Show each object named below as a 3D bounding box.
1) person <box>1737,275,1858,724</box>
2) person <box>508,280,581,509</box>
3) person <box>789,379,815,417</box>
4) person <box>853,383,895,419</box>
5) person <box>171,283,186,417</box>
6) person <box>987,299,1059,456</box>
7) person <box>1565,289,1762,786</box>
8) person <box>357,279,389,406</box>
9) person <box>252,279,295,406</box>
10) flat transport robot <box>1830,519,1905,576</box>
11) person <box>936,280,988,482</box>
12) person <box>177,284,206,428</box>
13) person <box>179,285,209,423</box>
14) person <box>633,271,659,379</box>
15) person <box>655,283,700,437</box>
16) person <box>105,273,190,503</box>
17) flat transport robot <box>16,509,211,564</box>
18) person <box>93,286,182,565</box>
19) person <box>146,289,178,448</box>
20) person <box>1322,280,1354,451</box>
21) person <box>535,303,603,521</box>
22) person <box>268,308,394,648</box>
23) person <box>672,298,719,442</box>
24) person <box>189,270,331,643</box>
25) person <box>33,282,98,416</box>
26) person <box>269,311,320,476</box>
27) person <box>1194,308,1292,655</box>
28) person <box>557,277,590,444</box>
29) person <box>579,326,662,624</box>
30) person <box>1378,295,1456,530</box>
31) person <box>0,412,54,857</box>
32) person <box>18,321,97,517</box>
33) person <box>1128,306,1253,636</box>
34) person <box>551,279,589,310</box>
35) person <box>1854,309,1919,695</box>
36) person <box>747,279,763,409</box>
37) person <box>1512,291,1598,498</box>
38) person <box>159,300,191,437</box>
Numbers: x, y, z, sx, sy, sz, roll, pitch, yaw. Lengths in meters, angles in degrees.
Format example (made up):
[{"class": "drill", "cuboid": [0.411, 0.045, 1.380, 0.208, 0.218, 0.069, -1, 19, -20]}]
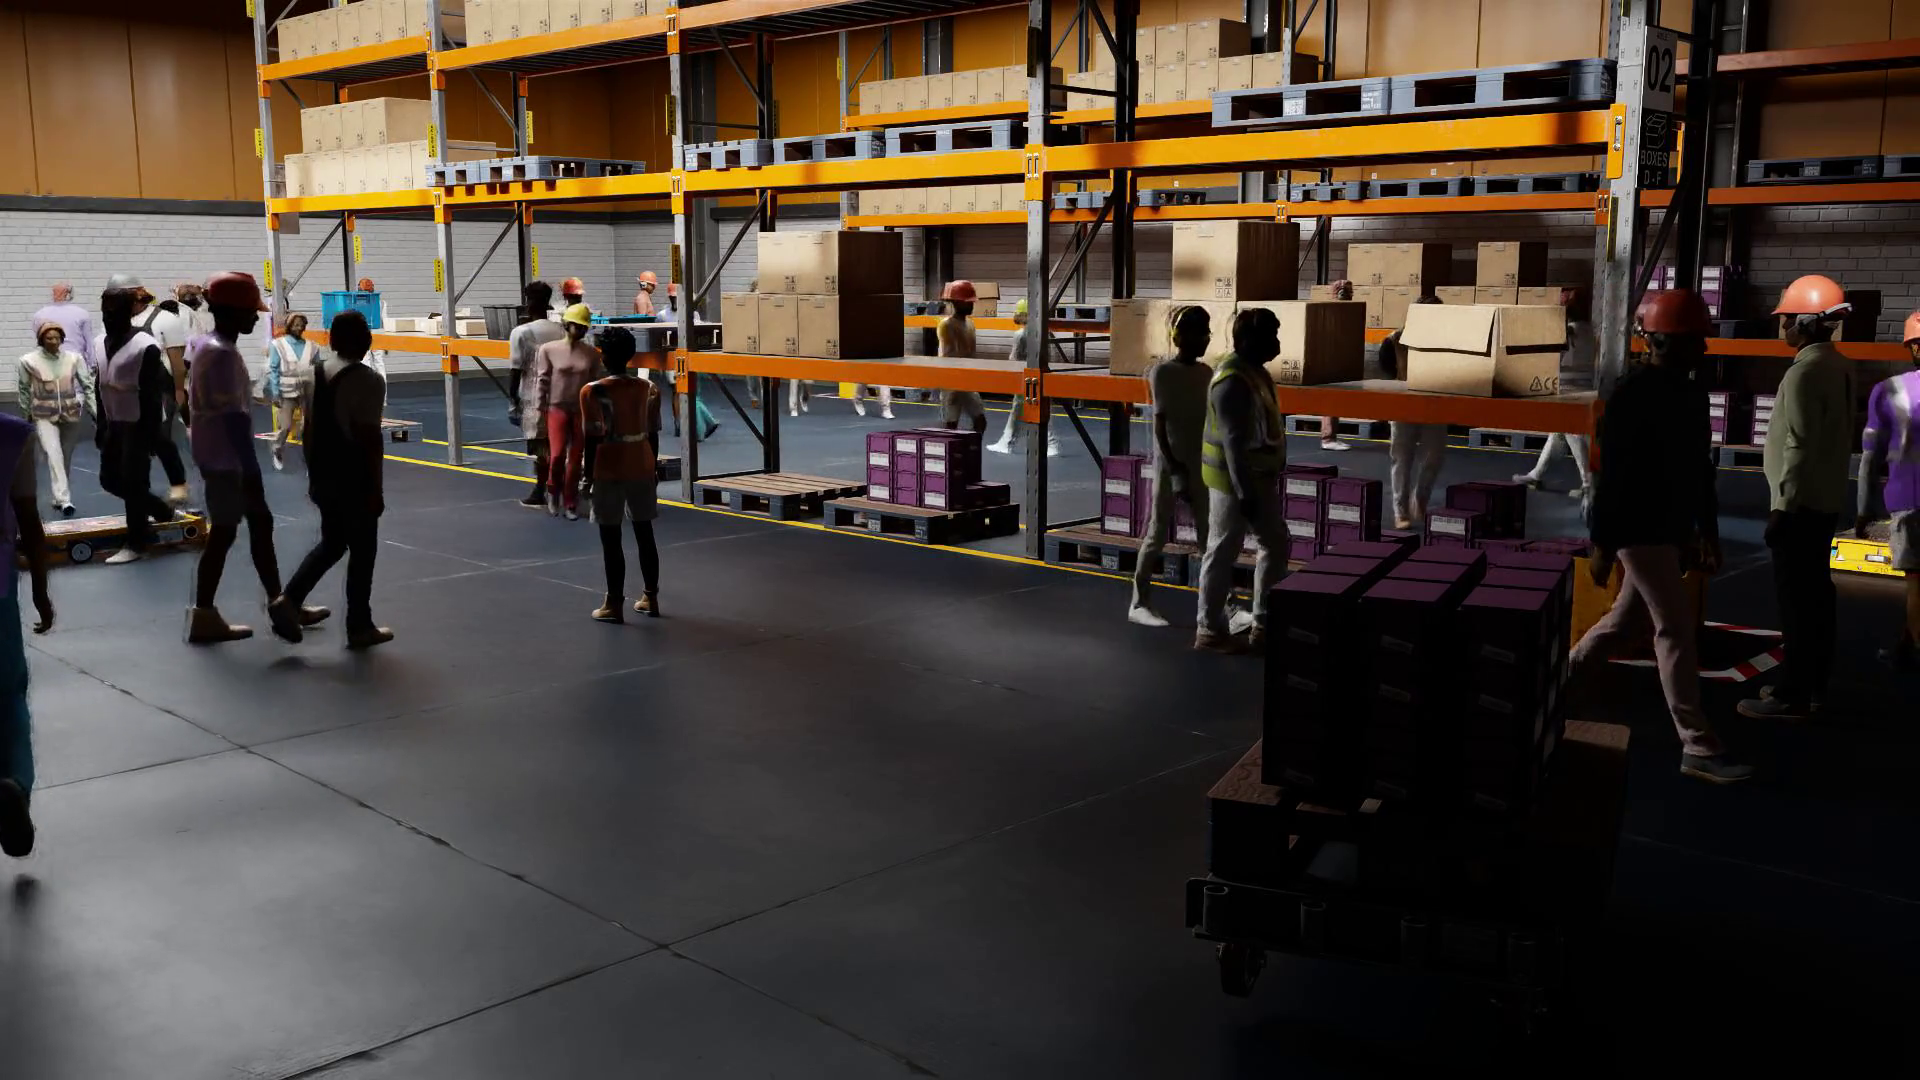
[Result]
[{"class": "person", "cuboid": [3.767, -0.179, 7.451, 0.390, 1.992, 0.624, 9, 13, 44]}, {"class": "person", "cuboid": [-3.421, -1.180, 13.783, 0.900, 1.937, 0.609, 8, 12, 41]}, {"class": "person", "cuboid": [-2.148, -2.488, 22.777, 0.507, 1.617, 0.382, -3, 10, -16]}, {"class": "person", "cuboid": [-1.190, -2.591, 22.628, 0.650, 1.877, 0.870, -5, 10, -27]}, {"class": "person", "cuboid": [-10.541, -2.558, 22.543, 0.983, 1.847, 0.666, 1, 9, 6]}, {"class": "person", "cuboid": [0.711, -1.759, 18.044, 0.904, 1.697, 0.489, 4, 10, 23]}, {"class": "person", "cuboid": [2.808, -0.047, 6.800, 0.623, 1.951, 1.029, -8, 12, -39]}, {"class": "person", "cuboid": [-8.677, -2.887, 24.437, 0.598, 1.878, 0.355, -8, 13, -42]}, {"class": "person", "cuboid": [-10.056, -2.899, 24.518, 1.037, 1.888, 0.626, -1, 9, -6]}, {"class": "flat transport robot", "cuboid": [6.424, 0.049, 11.325, 0.652, 0.197, 1.431, 9, 13, 44]}, {"class": "person", "cuboid": [0.039, -1.423, 15.308, 0.583, 1.913, 0.551, 8, 12, 39]}, {"class": "person", "cuboid": [-9.650, -2.322, 21.141, 0.674, 1.824, 0.642, -5, 10, -27]}, {"class": "person", "cuboid": [-9.874, -2.390, 21.576, 0.994, 1.806, 0.523, 6, 11, 31]}, {"class": "person", "cuboid": [-4.601, -2.950, 24.468, 0.393, 1.985, 0.611, -2, 9, -10]}, {"class": "person", "cuboid": [-3.435, -2.229, 20.379, 0.557, 1.896, 1.002, -3, 10, -17]}, {"class": "person", "cuboid": [-6.950, -1.292, 14.135, 0.716, 2.000, 0.540, 1, 9, 5]}, {"class": "flat transport robot", "cuboid": [-6.031, -0.036, 11.842, 0.652, 0.197, 1.431, 9, 13, 44]}, {"class": "person", "cuboid": [-5.716, -0.799, 11.510, 0.615, 1.904, 0.602, 5, 10, 28]}, {"class": "person", "cuboid": [-8.897, -1.822, 18.097, 0.589, 1.813, 0.789, 1, 9, 3]}, {"class": "person", "cuboid": [4.225, -1.948, 18.587, 0.397, 1.899, 0.663, 2, 9, 12]}, {"class": "person", "cuboid": [-3.123, -1.019, 13.341, 0.556, 1.741, 0.376, -5, 10, -27]}, {"class": "person", "cuboid": [-3.289, -0.298, 8.733, 0.555, 1.817, 0.624, 4, 10, 25]}, {"class": "person", "cuboid": [-3.129, -1.994, 19.349, 0.408, 1.748, 0.525, 1, 9, 9]}, {"class": "person", "cuboid": [-3.852, -0.444, 9.049, 0.850, 2.004, 0.660, -5, 10, -26]}, {"class": "person", "cuboid": [-10.488, -2.085, 19.501, 0.670, 1.875, 0.730, -2, 9, -10]}, {"class": "person", "cuboid": [-6.507, -1.427, 16.255, 0.514, 1.614, 0.718, -7, 12, -39]}, {"class": "person", "cuboid": [1.550, -0.287, 8.649, 0.694, 1.816, 0.654, 4, 10, 24]}, {"class": "person", "cuboid": [-4.419, -2.041, 19.086, 0.433, 1.919, 0.566, 8, 12, 39]}, {"class": "person", "cuboid": [-1.945, -0.372, 9.542, 0.316, 1.695, 0.541, 9, 13, 44]}, {"class": "person", "cuboid": [3.538, -0.976, 12.875, 0.669, 1.819, 0.454, 0, 9, -3]}, {"class": "person", "cuboid": [-3.404, 0.198, 5.656, 0.582, 1.826, 0.692, -6, 11, -33]}, {"class": "person", "cuboid": [-7.357, -0.986, 13.607, 0.539, 1.585, 0.868, -9, 13, -43]}, {"class": "person", "cuboid": [1.273, -0.364, 9.138, 0.519, 1.817, 0.970, -7, 11, -36]}, {"class": "person", "cuboid": [-5.858, -2.990, 25.055, 0.607, 1.877, 0.985, -3, 10, -20]}, {"class": "person", "cuboid": [4.616, -0.180, 7.933, 0.554, 1.858, 1.061, 3, 10, 17]}, {"class": "person", "cuboid": [-2.869, -2.775, 23.707, 0.647, 1.893, 1.009, -2, 10, -14]}, {"class": "person", "cuboid": [5.385, -1.300, 14.843, 0.591, 1.828, 0.962, -8, 12, -41]}, {"class": "person", "cuboid": [-9.564, -2.052, 19.959, 0.848, 1.660, 0.528, -4, 10, -21]}]
